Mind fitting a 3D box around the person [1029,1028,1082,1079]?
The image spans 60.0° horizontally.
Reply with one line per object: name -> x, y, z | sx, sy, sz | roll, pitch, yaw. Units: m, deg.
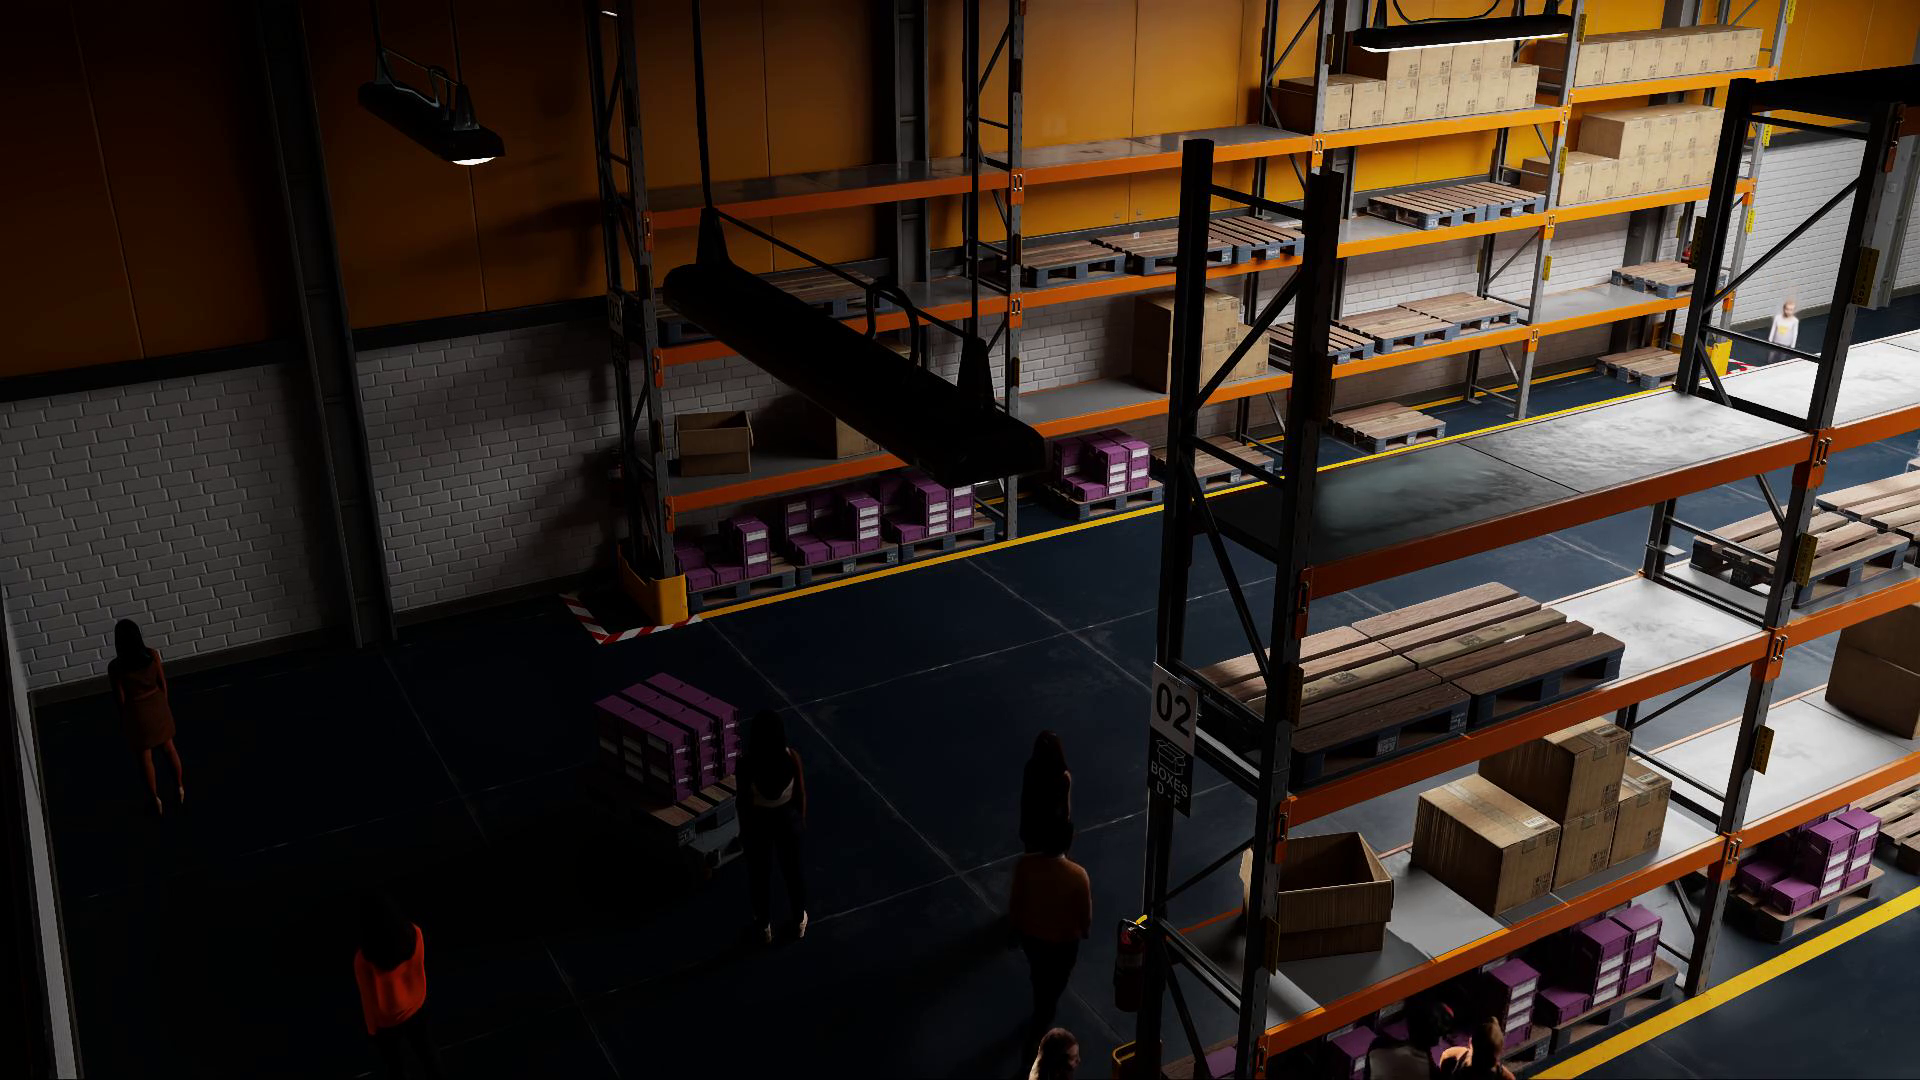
person -> 0.377, 3.286, 8.944 | 1.071, 1.665, 1.024 | 6, 24, 14

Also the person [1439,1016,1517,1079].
person -> 2.723, 3.206, 8.934 | 0.781, 1.821, 0.843 | 15, 28, 31

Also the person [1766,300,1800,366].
person -> 11.481, -2.741, 23.230 | 0.596, 1.267, 0.636 | 14, 27, 29

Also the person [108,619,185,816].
person -> -6.482, 1.395, 13.238 | 0.688, 1.690, 0.556 | 18, 29, 35

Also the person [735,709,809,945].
person -> -1.318, 2.008, 11.690 | 0.636, 1.808, 0.771 | -5, 24, -12

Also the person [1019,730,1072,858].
person -> 0.612, 2.034, 11.936 | 0.623, 1.562, 0.638 | 15, 28, 31

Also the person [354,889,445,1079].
person -> -3.334, 2.815, 9.917 | 0.762, 1.749, 0.643 | 15, 28, 30

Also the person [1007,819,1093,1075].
person -> 0.530, 2.591, 10.478 | 1.048, 1.709, 1.185 | 10, 26, 22

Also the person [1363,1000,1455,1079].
person -> 2.230, 3.264, 8.749 | 0.815, 1.862, 0.941 | 19, 30, 37
